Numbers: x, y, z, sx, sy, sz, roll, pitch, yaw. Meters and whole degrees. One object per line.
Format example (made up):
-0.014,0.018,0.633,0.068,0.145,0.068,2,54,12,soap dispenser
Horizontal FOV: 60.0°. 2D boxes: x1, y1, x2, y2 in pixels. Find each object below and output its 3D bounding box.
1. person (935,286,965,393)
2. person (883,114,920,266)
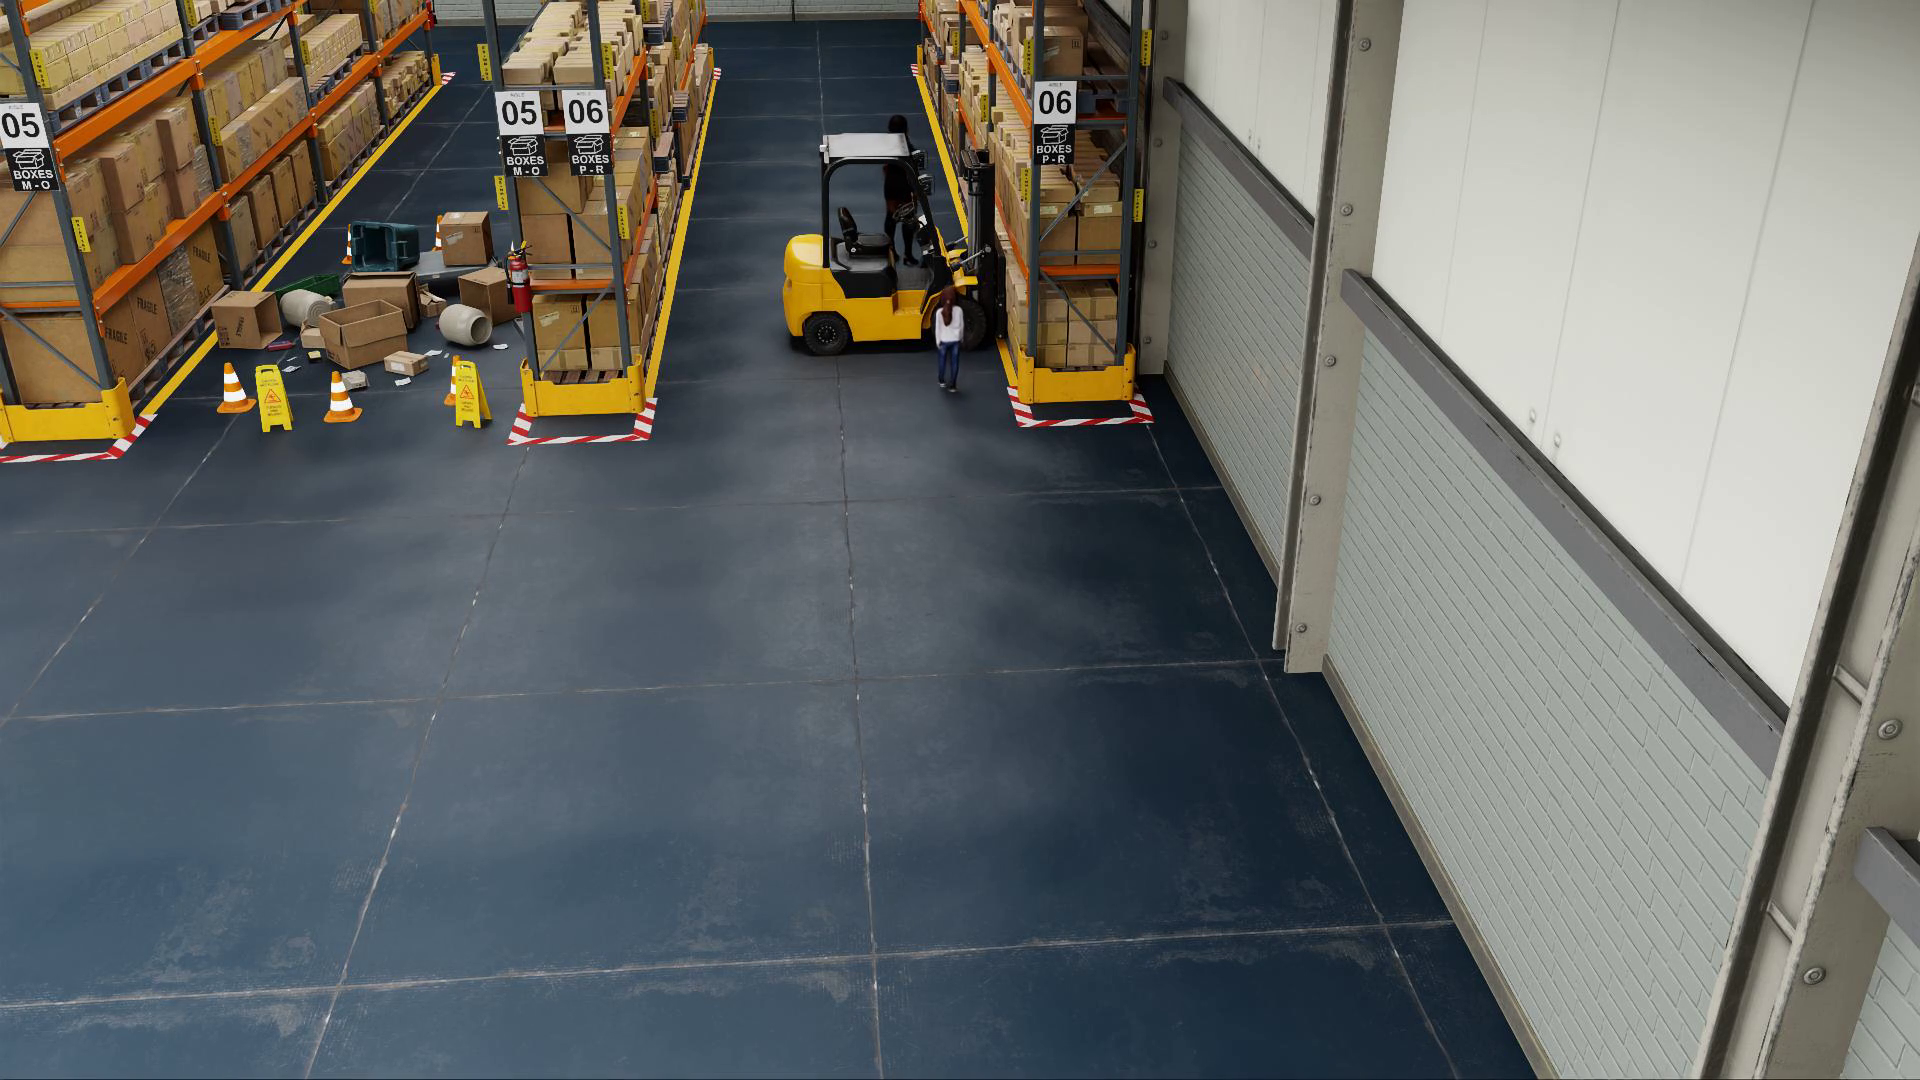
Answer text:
-0.094,-2.047,16.960,0.441,1.102,0.581,-2,27,-4,person
-0.745,-4.342,20.594,0.744,1.856,0.789,17,32,30,person
